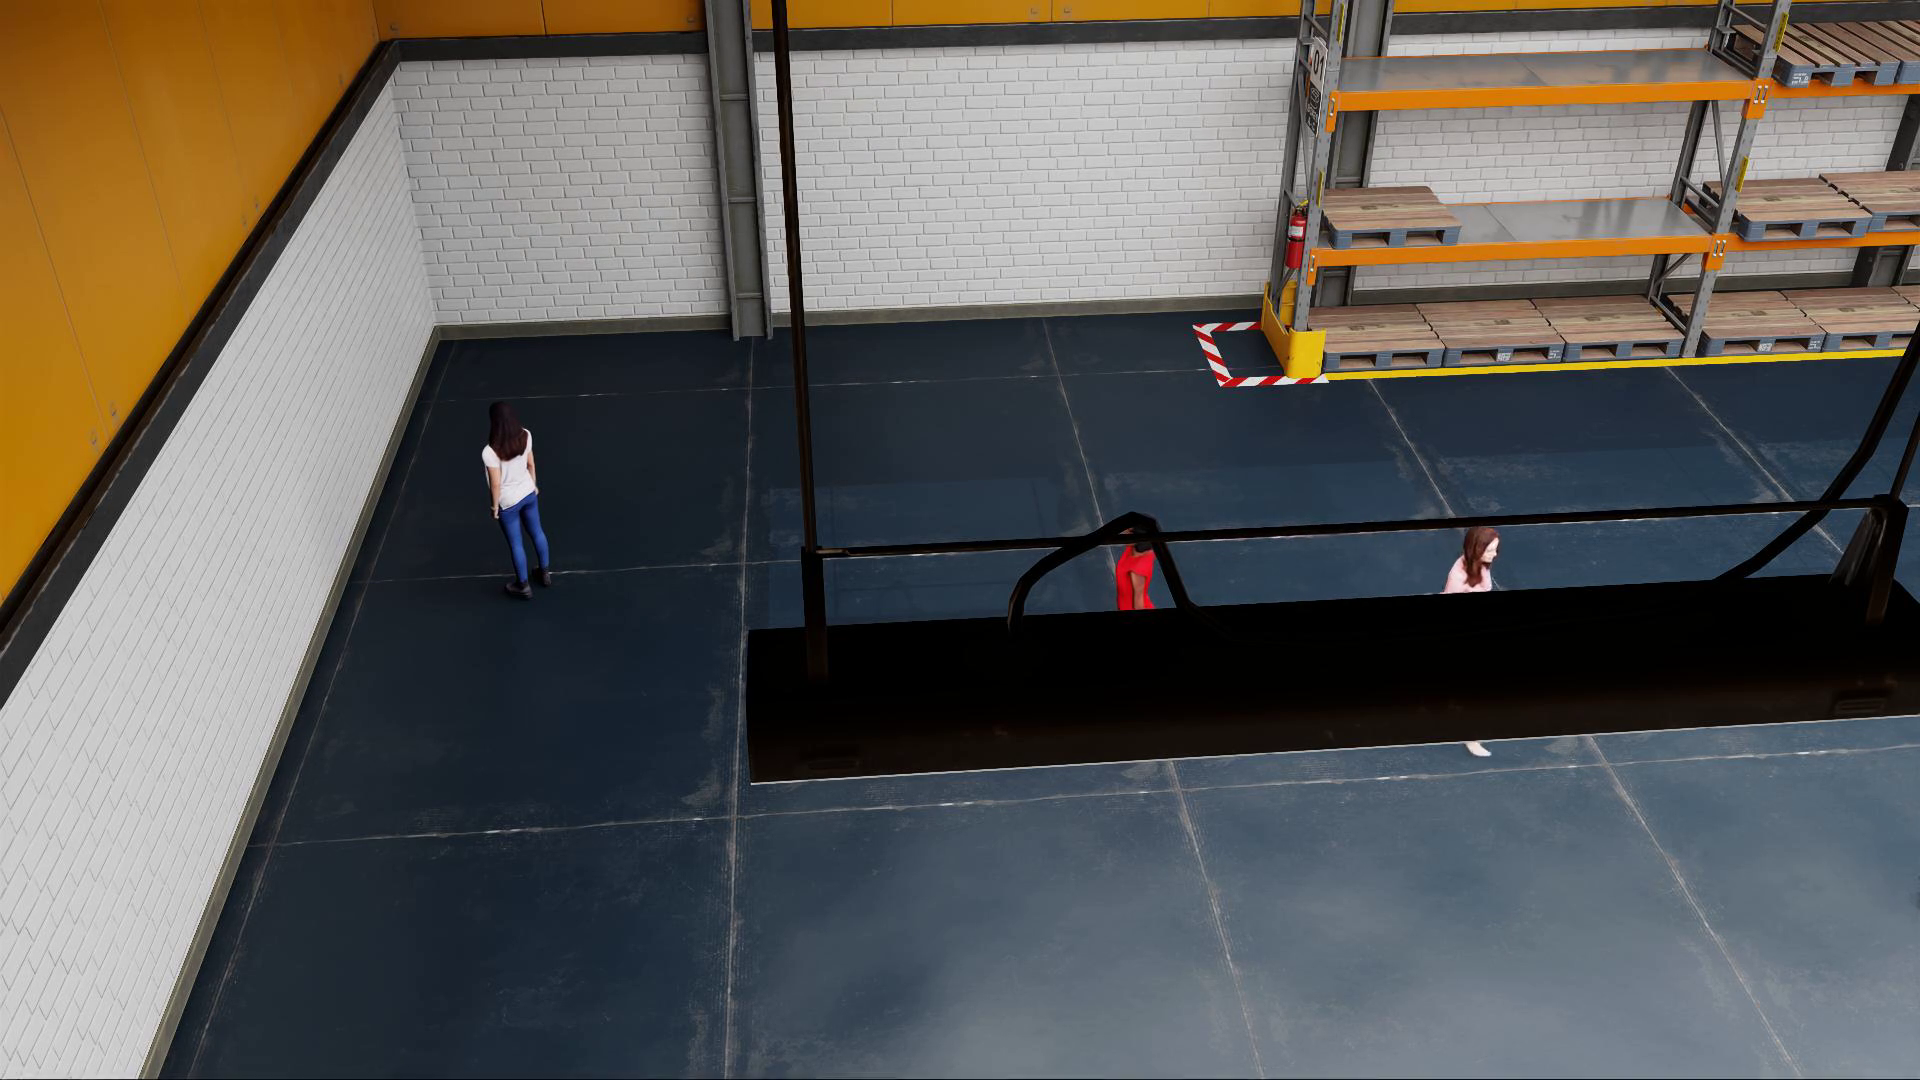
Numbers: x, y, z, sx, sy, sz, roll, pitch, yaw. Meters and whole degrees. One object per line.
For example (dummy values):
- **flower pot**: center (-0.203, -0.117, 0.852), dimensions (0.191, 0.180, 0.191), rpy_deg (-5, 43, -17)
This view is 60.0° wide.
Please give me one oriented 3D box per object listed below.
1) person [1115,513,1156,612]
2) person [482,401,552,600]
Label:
- **person**: center (1.197, 0.568, 11.407), dimensions (0.534, 1.743, 0.588), rpy_deg (0, 34, 0)
- **person**: center (-3.408, -0.305, 12.771), dimensions (0.722, 1.685, 0.678), rpy_deg (22, 39, 29)
